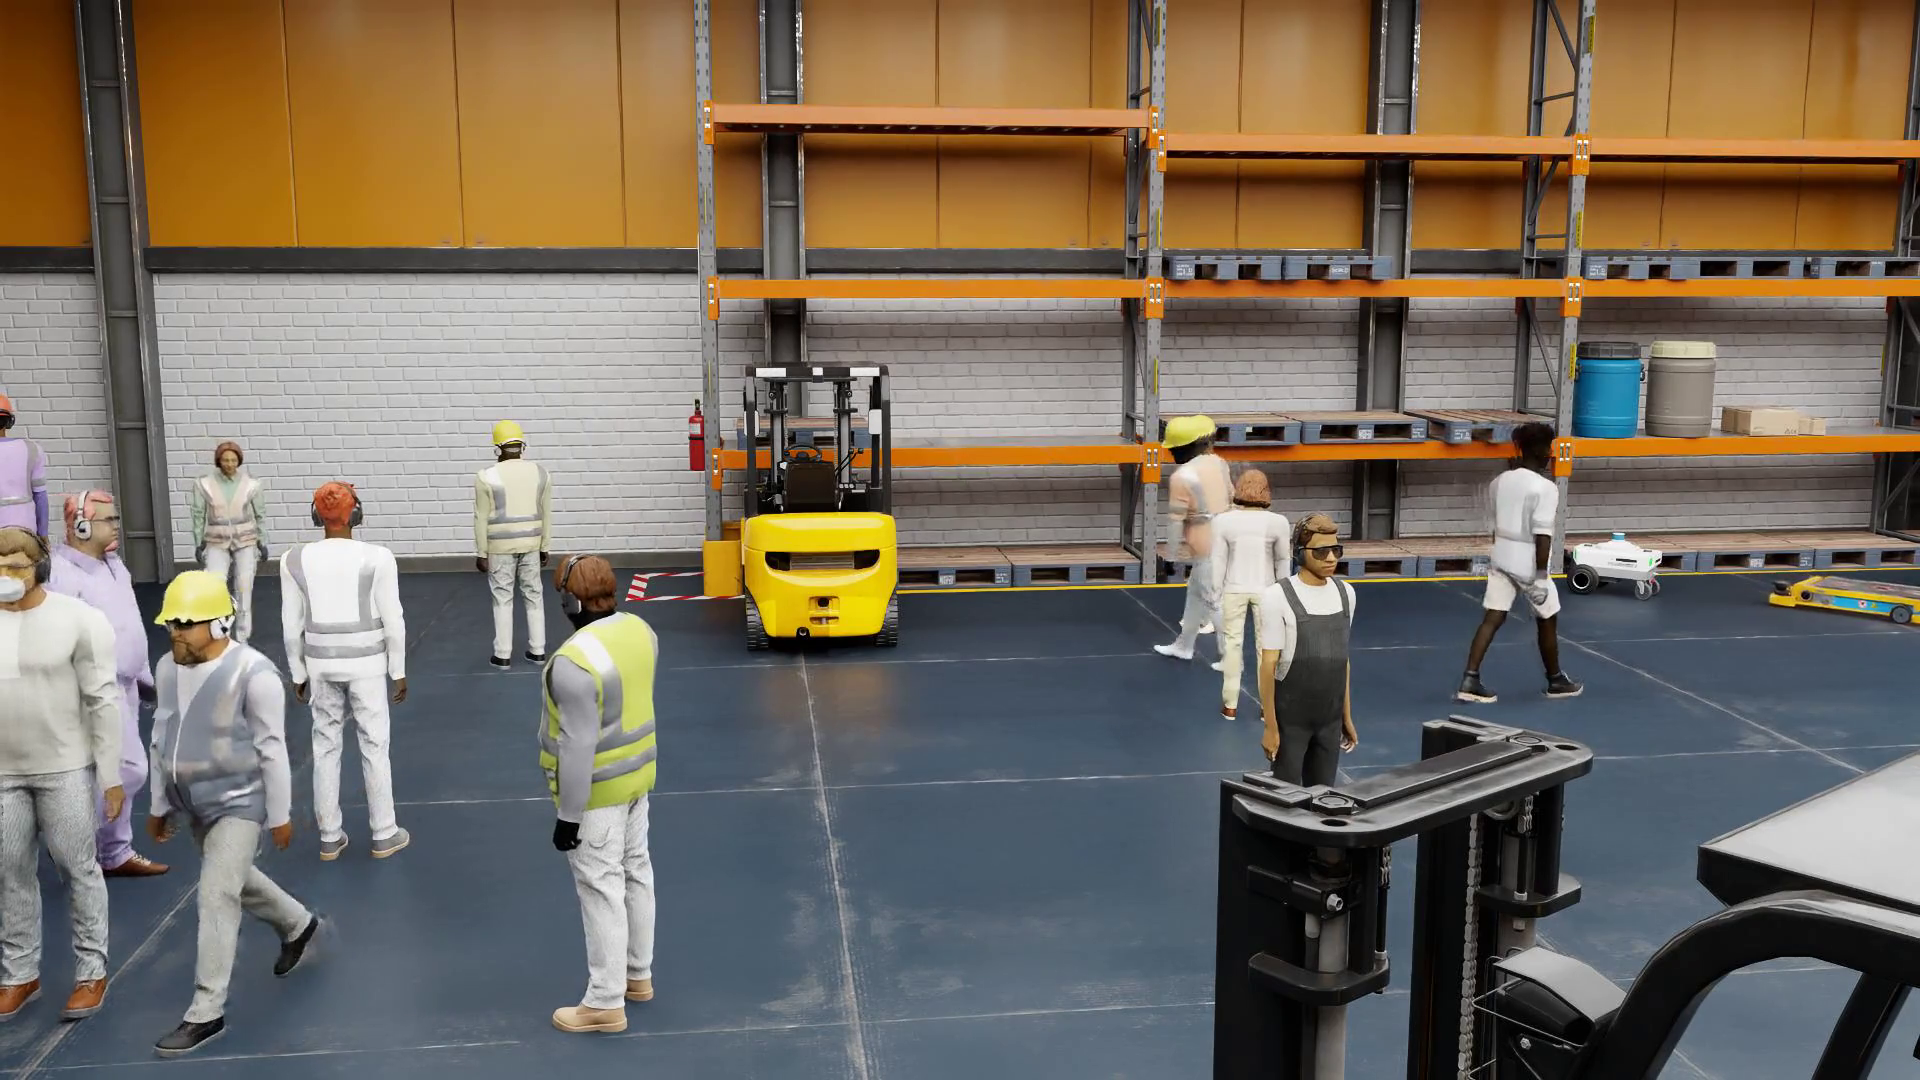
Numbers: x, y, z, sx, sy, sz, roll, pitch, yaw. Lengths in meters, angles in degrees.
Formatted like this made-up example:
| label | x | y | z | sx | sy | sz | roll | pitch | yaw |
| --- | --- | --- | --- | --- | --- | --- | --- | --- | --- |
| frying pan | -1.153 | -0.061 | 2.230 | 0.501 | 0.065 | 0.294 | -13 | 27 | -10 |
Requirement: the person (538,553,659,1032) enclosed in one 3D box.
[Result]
| label | x | y | z | sx | sy | sz | roll | pitch | yaw |
| --- | --- | --- | --- | --- | --- | --- | --- | --- | --- |
| person | -1.388 | 0.959 | 6.373 | 0.430 | 1.840 | 0.622 | 3 | 9 | 16 |

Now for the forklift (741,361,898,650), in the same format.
| label | x | y | z | sx | sy | sz | roll | pitch | yaw |
| --- | --- | --- | --- | --- | --- | --- | --- | --- | --- |
| forklift | -1.154 | -0.340 | 13.365 | 1.214 | 2.155 | 2.313 | -1 | 9 | -7 |

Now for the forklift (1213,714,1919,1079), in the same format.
| label | x | y | z | sx | sy | sz | roll | pitch | yaw |
| --- | --- | --- | --- | --- | --- | --- | --- | --- | --- |
| forklift | 1.441 | 1.425 | 2.350 | 1.214 | 2.155 | 2.313 | -7 | 12 | -39 |

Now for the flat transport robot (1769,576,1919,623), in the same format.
| label | x | y | z | sx | sy | sz | roll | pitch | yaw |
| --- | --- | --- | --- | --- | --- | --- | --- | --- | --- |
| flat transport robot | 7.743 | 0.497 | 14.125 | 1.431 | 0.197 | 0.652 | 9 | 13 | 44 |

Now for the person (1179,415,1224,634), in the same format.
| label | x | y | z | sx | sy | sz | roll | pitch | yaw |
| --- | --- | --- | --- | --- | --- | --- | --- | --- | --- |
| person | 1.958 | -0.123 | 13.370 | 0.337 | 1.760 | 0.526 | -1 | 9 | -7 |

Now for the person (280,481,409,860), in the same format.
| label | x | y | z | sx | sy | sz | roll | pitch | yaw |
| --- | --- | --- | --- | --- | --- | --- | --- | --- | --- |
| person | -3.011 | 0.644 | 8.187 | 0.575 | 1.884 | 0.355 | -1 | 9 | -4 |

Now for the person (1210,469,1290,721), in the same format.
| label | x | y | z | sx | sy | sz | roll | pitch | yaw |
| --- | --- | --- | --- | --- | --- | --- | --- | --- | --- |
| person | 1.873 | 0.358 | 10.755 | 0.507 | 1.632 | 0.267 | 2 | 9 | 11 |

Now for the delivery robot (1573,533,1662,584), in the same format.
| label | x | y | z | sx | sy | sz | roll | pitch | yaw |
| --- | --- | --- | --- | --- | --- | --- | --- | --- | --- |
| delivery robot | 5.906 | 0.178 | 14.940 | 0.707 | 0.478 | 0.477 | 7 | 11 | 36 |

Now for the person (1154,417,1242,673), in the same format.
| label | x | y | z | sx | sy | sz | roll | pitch | yaw |
| --- | --- | --- | --- | --- | --- | --- | --- | --- | --- |
| person | 1.712 | 0.030 | 12.076 | 0.854 | 1.861 | 0.671 | 8 | 12 | 40 |

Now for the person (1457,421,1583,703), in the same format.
| label | x | y | z | sx | sy | sz | roll | pitch | yaw |
| --- | --- | --- | --- | --- | --- | --- | --- | --- | --- |
| person | 3.778 | 0.154 | 11.168 | 0.988 | 1.918 | 0.619 | -4 | 10 | -24 |

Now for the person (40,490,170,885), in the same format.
| label | x | y | z | sx | sy | sz | roll | pitch | yaw |
| --- | --- | --- | --- | --- | --- | --- | --- | --- | --- |
| person | -4.004 | 0.703 | 7.810 | 0.443 | 1.890 | 0.646 | -1 | 9 | -9 |

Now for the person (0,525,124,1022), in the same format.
| label | x | y | z | sx | sy | sz | roll | pitch | yaw |
| --- | --- | --- | --- | --- | --- | --- | --- | --- | --- |
| person | -3.580 | 0.900 | 6.425 | 0.653 | 1.937 | 0.394 | -1 | 9 | -8 |

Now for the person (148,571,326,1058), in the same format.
| label | x | y | z | sx | sy | sz | roll | pitch | yaw |
| --- | --- | --- | --- | --- | --- | --- | --- | --- | --- |
| person | -2.813 | 0.973 | 6.449 | 0.590 | 1.794 | 0.900 | 4 | 10 | 25 |

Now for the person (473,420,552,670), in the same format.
| label | x | y | z | sx | sy | sz | roll | pitch | yaw |
| --- | --- | --- | --- | --- | --- | --- | --- | --- | --- |
| person | -3.278 | 0.035 | 12.196 | 0.586 | 1.824 | 0.404 | -8 | 12 | -40 |

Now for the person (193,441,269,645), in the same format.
| label | x | y | z | sx | sy | sz | roll | pitch | yaw |
| --- | --- | --- | --- | --- | --- | --- | --- | --- | --- |
| person | -5.534 | 0.054 | 12.653 | 0.532 | 1.619 | 0.375 | -4 | 10 | -24 |

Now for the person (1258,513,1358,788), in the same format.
| label | x | y | z | sx | sy | sz | roll | pitch | yaw |
| --- | --- | --- | --- | --- | --- | --- | --- | --- | --- |
| person | 1.546 | 0.795 | 7.371 | 0.506 | 1.846 | 0.345 | -5 | 10 | -29 |

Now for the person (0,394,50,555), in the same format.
| label | x | y | z | sx | sy | sz | roll | pitch | yaw |
| --- | --- | --- | --- | --- | --- | --- | --- | --- | --- |
| person | -6.946 | -0.058 | 12.078 | 0.391 | 2.040 | 0.615 | 6 | 11 | 35 |
